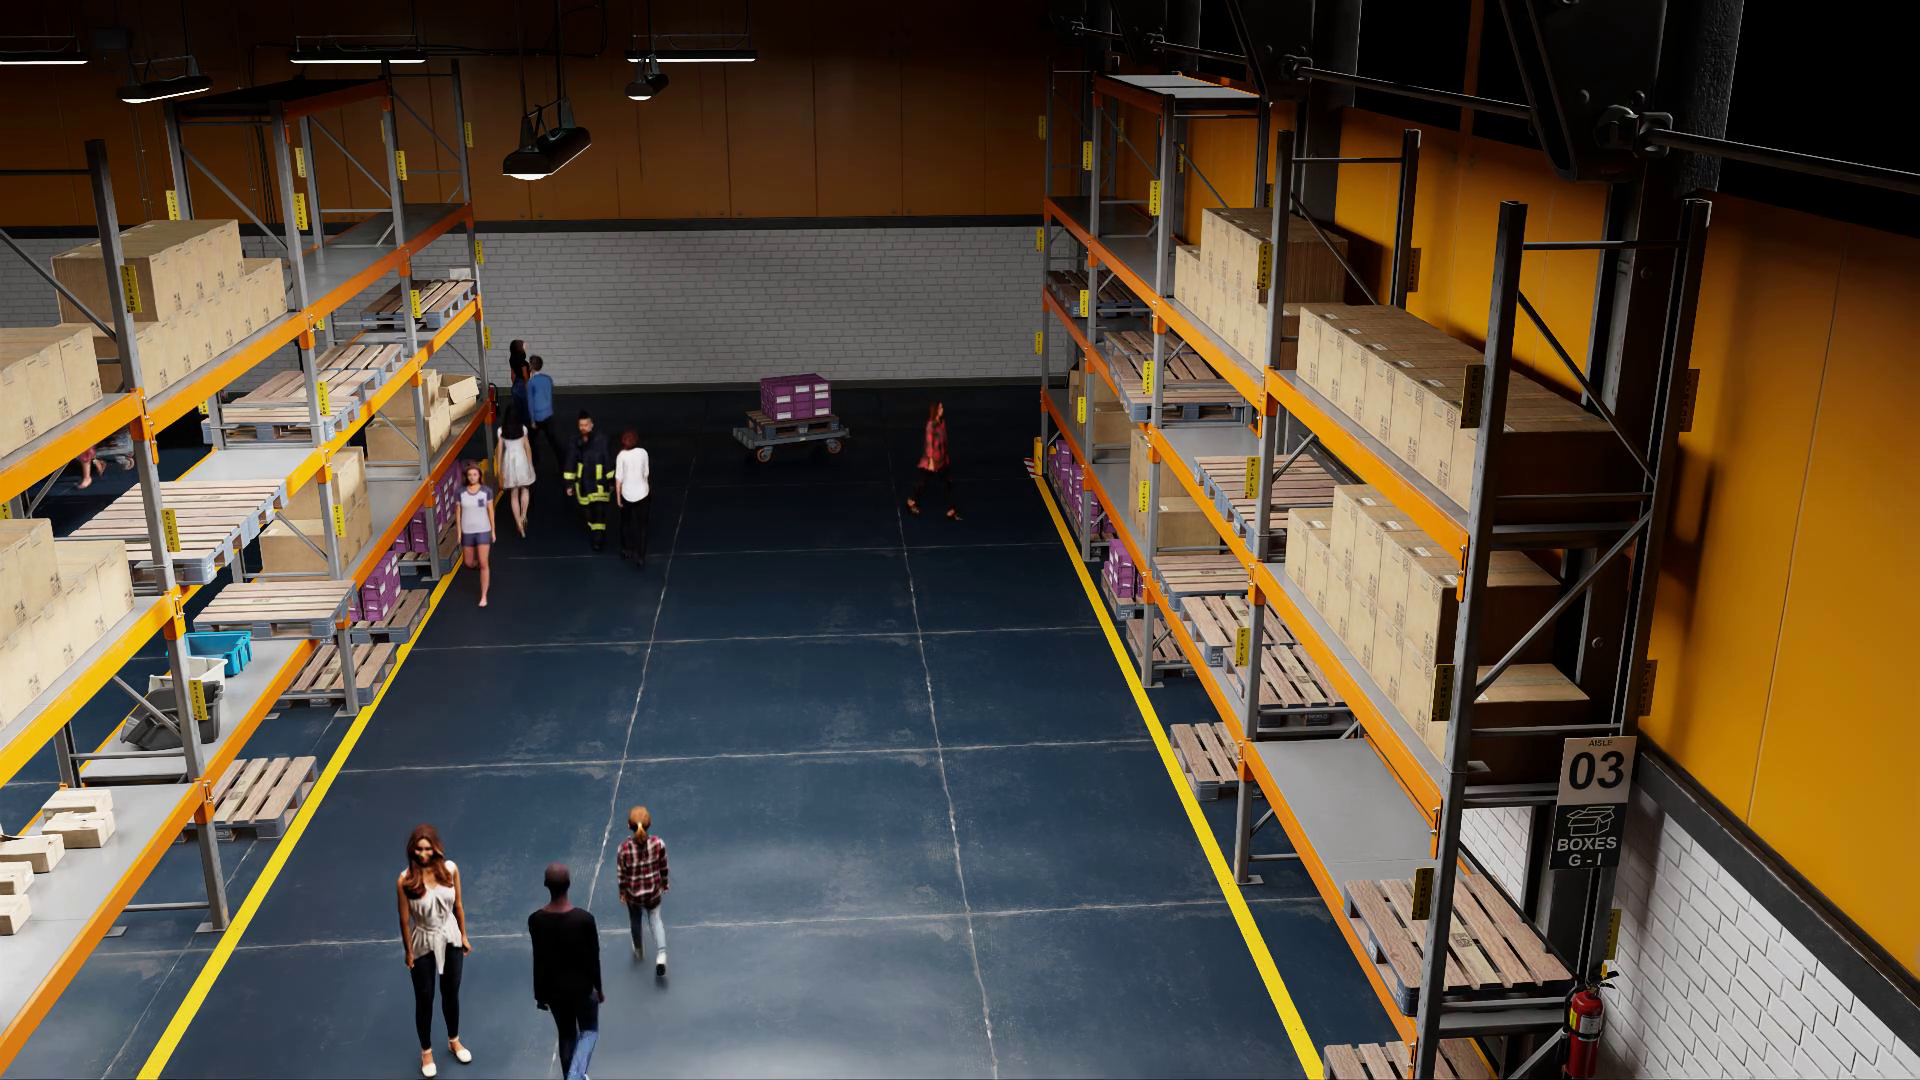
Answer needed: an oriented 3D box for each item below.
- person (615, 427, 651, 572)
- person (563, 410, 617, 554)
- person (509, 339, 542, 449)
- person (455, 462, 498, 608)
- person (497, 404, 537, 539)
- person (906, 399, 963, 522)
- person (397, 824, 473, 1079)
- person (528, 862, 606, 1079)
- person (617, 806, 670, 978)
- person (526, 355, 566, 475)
[{"bbox_3d":[-3.989,-0.475,20.587,0.784,1.762,0.993,-8,20,-23],"label":"person"},{"bbox_3d":[-4.715,-0.777,21.374,0.856,1.831,1.107,1,19,2],"label":"person"},{"bbox_3d":[-6.850,-2.280,25.987,0.640,1.736,0.701,15,24,38],"label":"person"},{"bbox_3d":[-5.672,-0.100,19.544,0.614,1.716,0.869,-1,19,-3],"label":"person"},{"bbox_3d":[-5.813,-0.883,21.818,0.709,1.750,0.942,-4,19,-13],"label":"person"},{"bbox_3d":[-0.406,-1.069,22.500,1.104,1.666,1.130,11,22,29],"label":"person"},{"bbox_3d":[-3.515,2.704,11.111,0.664,1.785,0.678,-13,22,-33],"label":"person"},{"bbox_3d":[-2.506,2.903,10.599,0.661,1.733,0.849,1,19,3],"label":"person"},{"bbox_3d":[-2.313,2.590,12.226,0.670,1.289,0.909,-7,20,-19],"label":"person"},{"bbox_3d":[-6.107,-1.813,24.529,1.202,1.782,1.159,14,23,37],"label":"person"}]
